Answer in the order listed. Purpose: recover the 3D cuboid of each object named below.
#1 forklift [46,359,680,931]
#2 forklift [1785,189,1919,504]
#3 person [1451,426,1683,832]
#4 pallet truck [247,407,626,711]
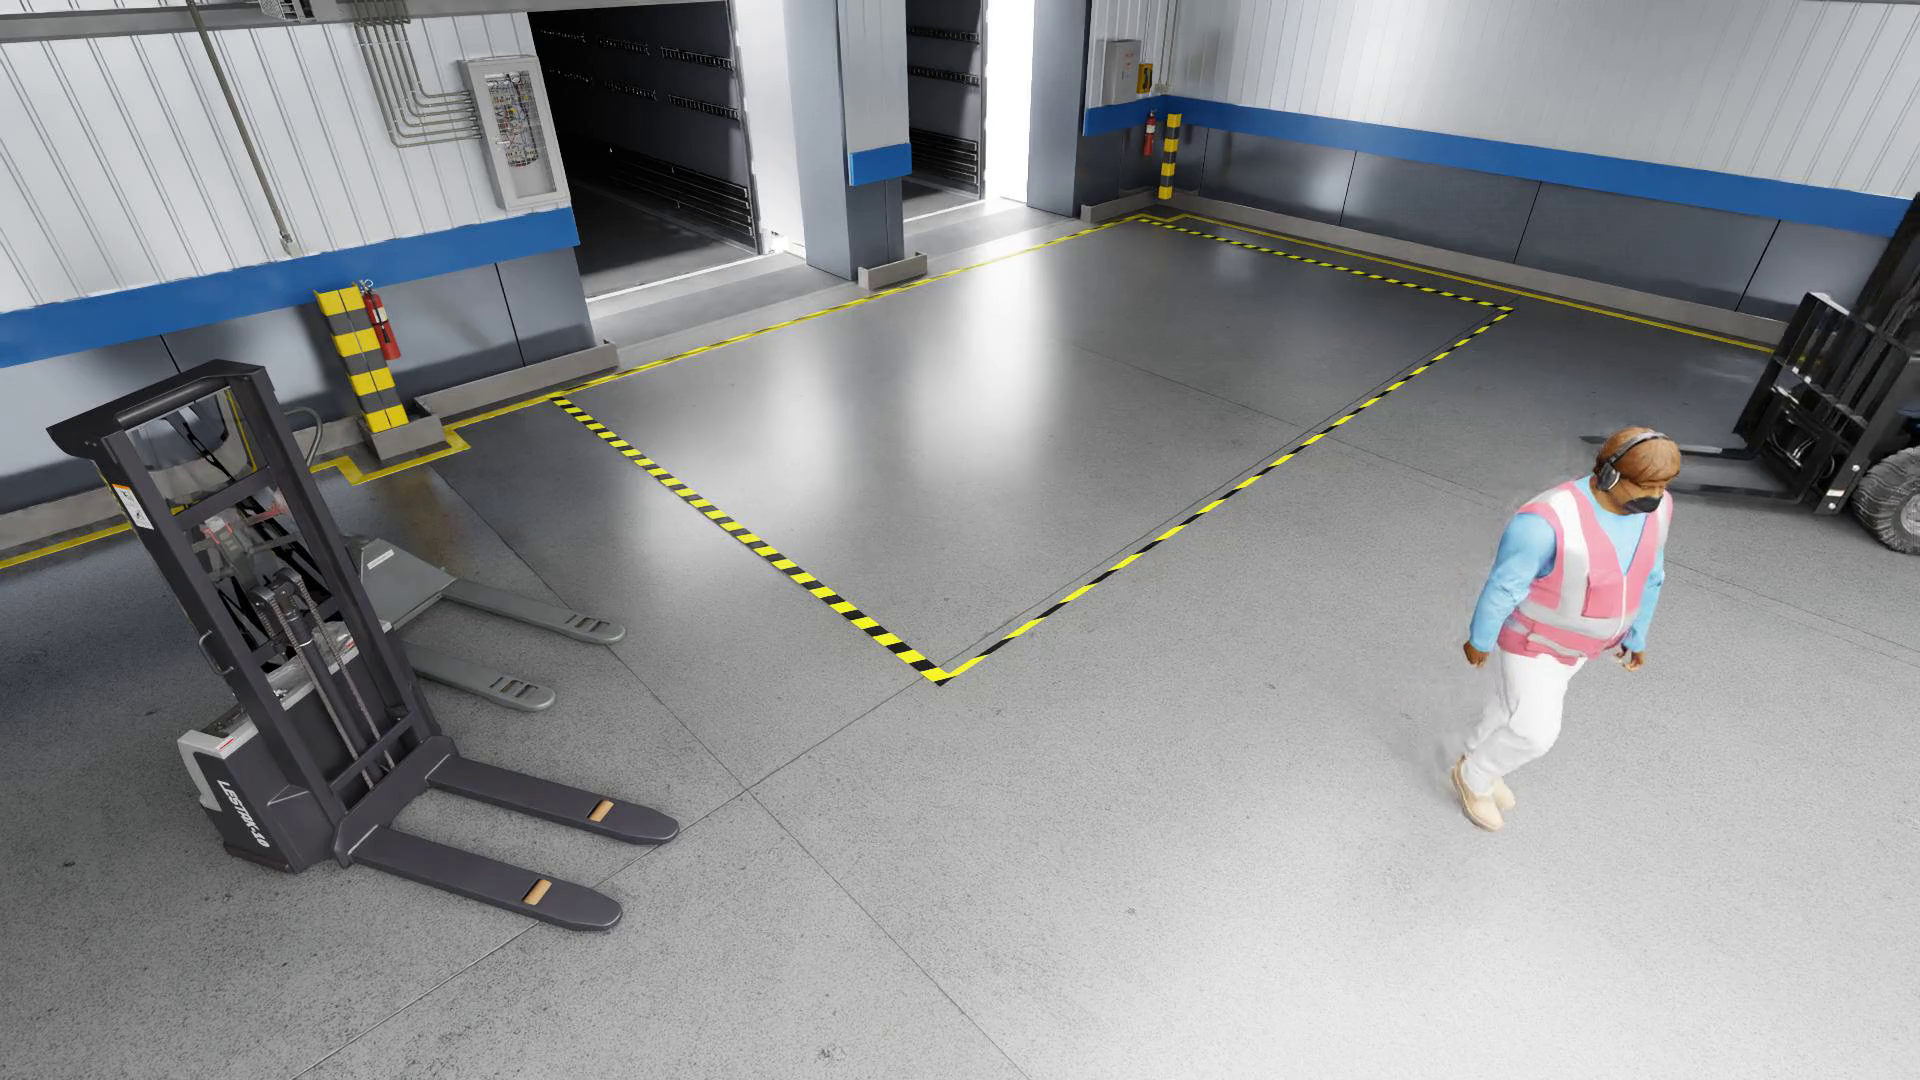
[{"bbox_3d":[-2.135,0.422,3.354,1.885,1.965,0.823,10,35,14],"label":"forklift"},{"bbox_3d":[6.704,-1.122,5.308,2.680,2.036,1.157,7,35,10],"label":"forklift"},{"bbox_3d":[2.312,0.383,3.562,0.634,1.828,0.464,-12,36,-18],"label":"person"},{"bbox_3d":[-2.628,0.038,4.590,1.601,1.201,0.680,12,36,18],"label":"pallet truck"}]
